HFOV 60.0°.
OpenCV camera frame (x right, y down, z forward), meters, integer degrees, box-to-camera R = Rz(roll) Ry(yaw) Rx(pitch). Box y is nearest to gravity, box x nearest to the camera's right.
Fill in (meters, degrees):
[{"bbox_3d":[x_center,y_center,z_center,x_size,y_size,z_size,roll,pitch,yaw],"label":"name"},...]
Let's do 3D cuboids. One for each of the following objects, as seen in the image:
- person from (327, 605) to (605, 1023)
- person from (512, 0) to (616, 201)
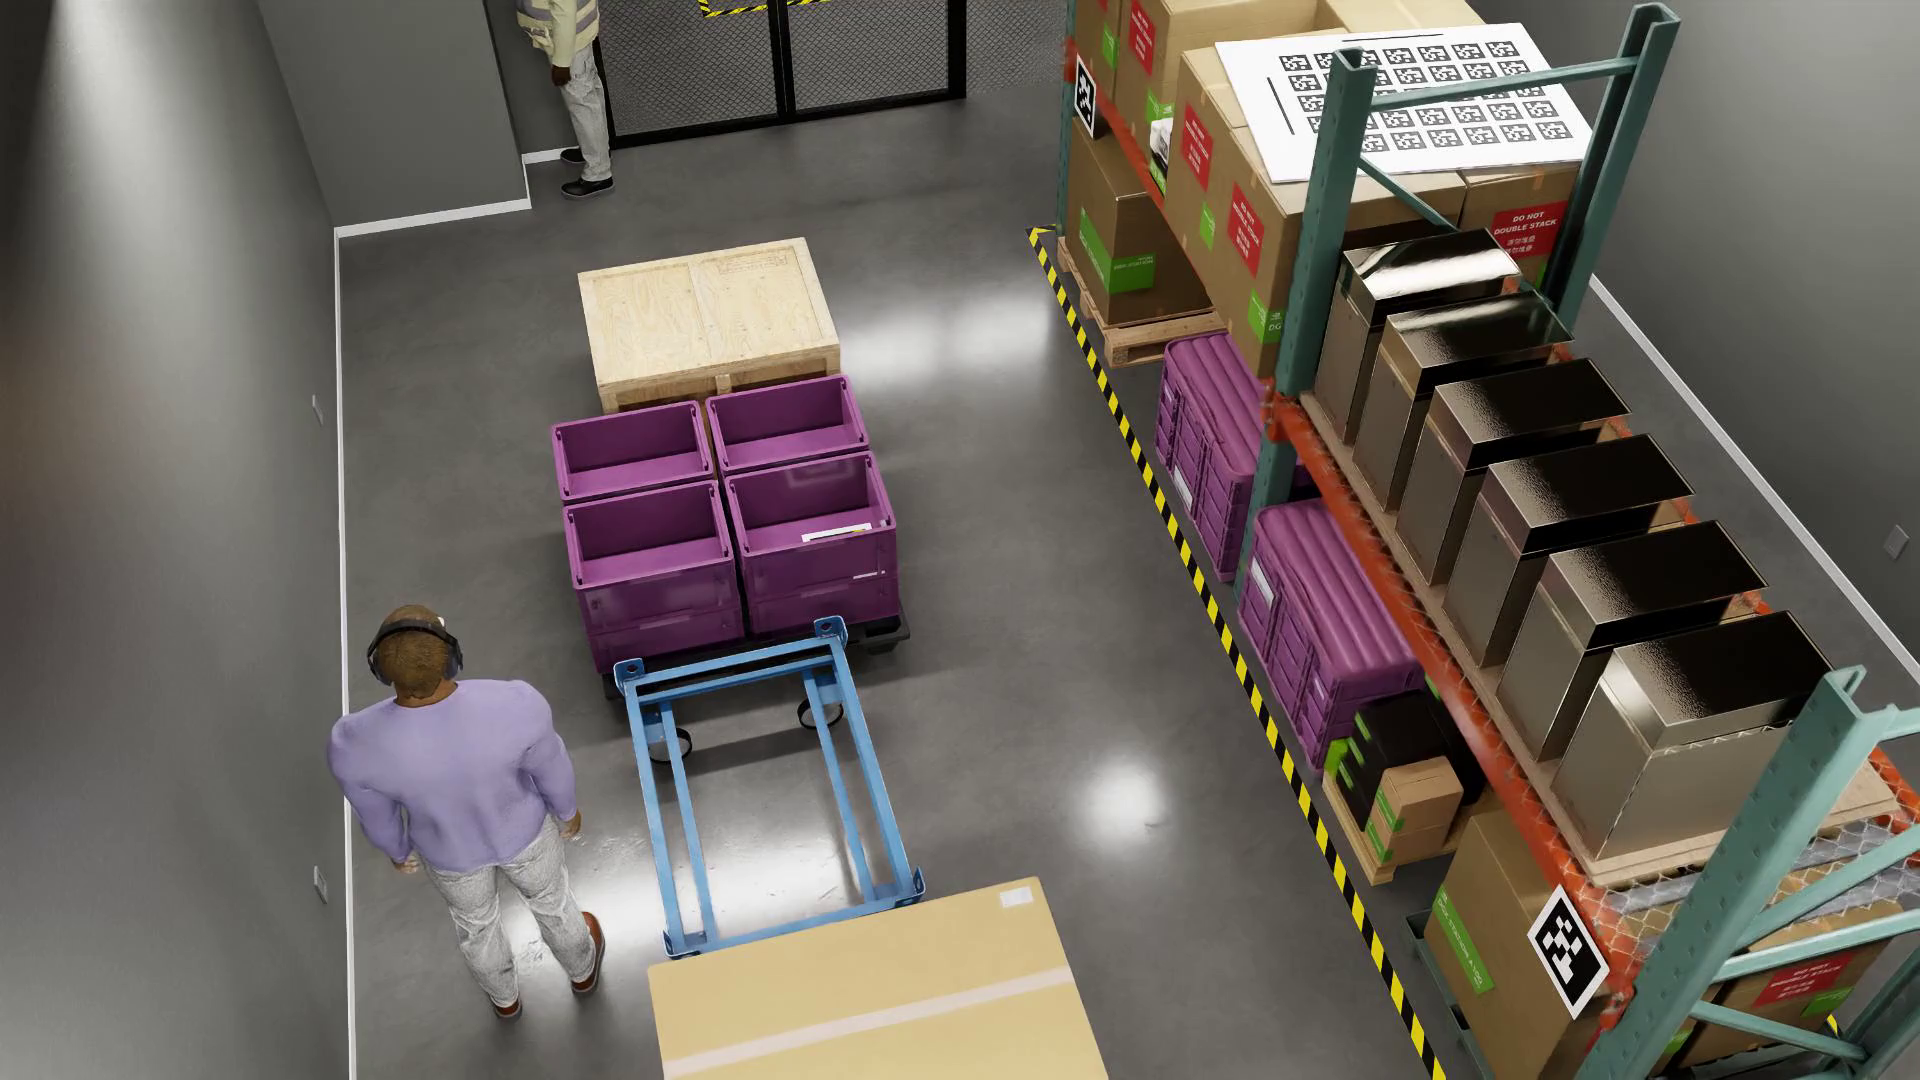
[{"bbox_3d":[-1.465,0.876,5.084,0.628,1.937,0.373,-13,49,-12],"label":"person"},{"bbox_3d":[-1.996,-2.560,8.307,0.403,1.835,0.588,-5,48,-5],"label":"person"}]
